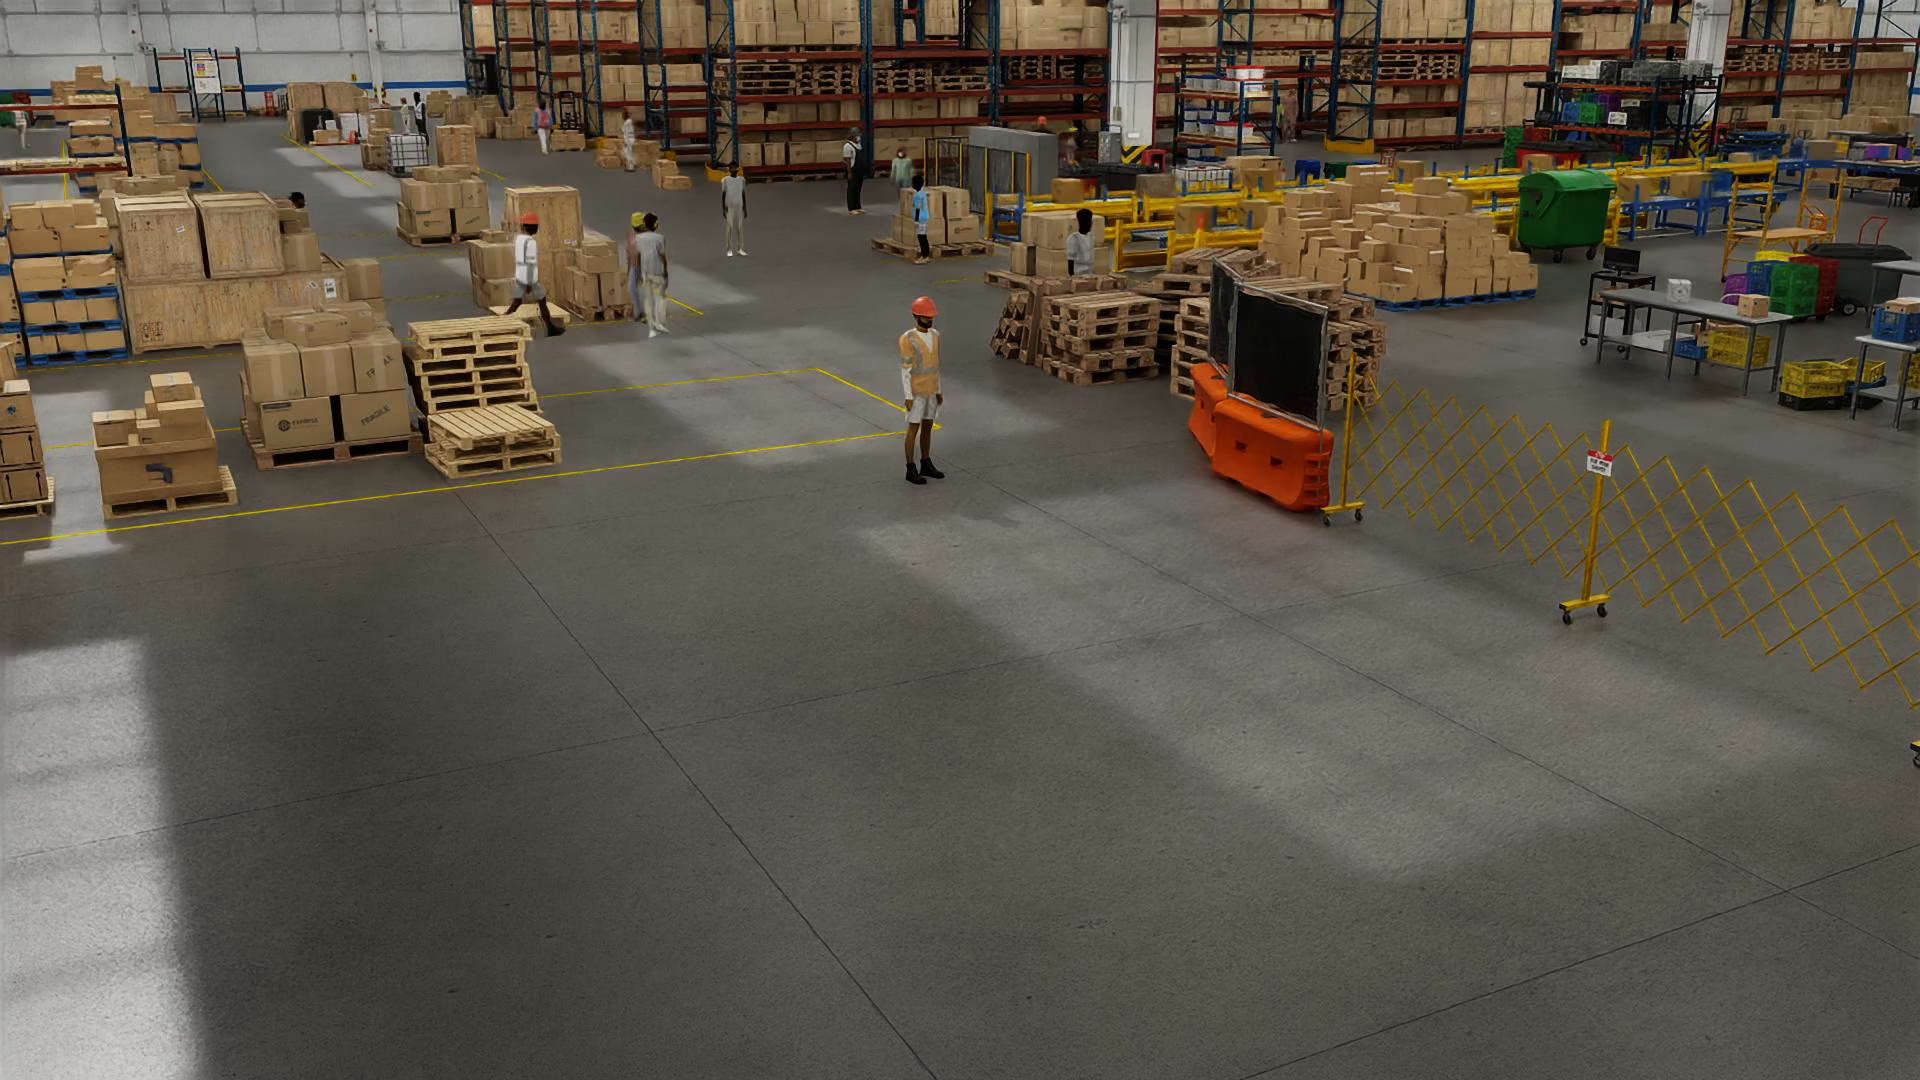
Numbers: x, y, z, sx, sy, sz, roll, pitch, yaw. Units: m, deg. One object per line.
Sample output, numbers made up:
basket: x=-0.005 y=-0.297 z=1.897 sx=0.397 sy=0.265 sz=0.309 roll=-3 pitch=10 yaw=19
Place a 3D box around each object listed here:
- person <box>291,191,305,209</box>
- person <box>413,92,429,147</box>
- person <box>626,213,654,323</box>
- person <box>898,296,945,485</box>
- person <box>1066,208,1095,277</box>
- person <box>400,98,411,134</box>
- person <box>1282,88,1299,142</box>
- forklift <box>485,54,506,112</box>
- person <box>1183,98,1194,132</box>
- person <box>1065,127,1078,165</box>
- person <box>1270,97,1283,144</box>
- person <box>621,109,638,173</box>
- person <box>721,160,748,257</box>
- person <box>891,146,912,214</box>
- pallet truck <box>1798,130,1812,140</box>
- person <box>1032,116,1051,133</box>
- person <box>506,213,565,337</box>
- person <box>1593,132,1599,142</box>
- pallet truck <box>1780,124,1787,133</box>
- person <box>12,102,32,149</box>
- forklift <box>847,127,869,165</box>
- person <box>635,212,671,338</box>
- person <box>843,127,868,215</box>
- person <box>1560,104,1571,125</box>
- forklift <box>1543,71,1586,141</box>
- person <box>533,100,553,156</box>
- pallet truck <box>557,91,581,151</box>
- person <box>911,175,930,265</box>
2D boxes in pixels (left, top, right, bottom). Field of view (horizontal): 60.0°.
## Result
person: x=-11.021 y=-4.820 z=27.504 sx=0.803 sy=1.874 sz=0.608 roll=-3 pitch=18 yaw=-10
person: x=-18.938 y=-14.762 z=58.430 sx=0.606 sy=1.908 sz=0.399 roll=15 pitch=23 yaw=40
person: x=-4.967 y=-4.225 z=25.859 sx=0.555 sy=1.725 sz=0.483 roll=7 pitch=19 yaw=20
person: x=-0.377 y=-1.553 z=17.195 sx=0.354 sy=1.938 sz=0.545 roll=14 pitch=23 yaw=38
person: x=1.783 y=-3.873 z=24.382 sx=0.367 sy=1.964 sz=0.609 roll=14 pitch=22 yaw=36
person: x=-20.003 y=-15.136 z=60.039 sx=0.315 sy=1.629 sz=0.509 roll=-8 pitch=19 yaw=-23
person: x=12.116 y=-15.550 z=60.893 sx=0.639 sy=1.902 sz=0.407 roll=14 pitch=23 yaw=38
forklift: x=-20.050 y=-19.454 z=71.483 sx=1.873 sy=2.768 sz=1.129 roll=-9 pitch=20 yaw=-26
person: x=8.562 y=-15.793 z=62.149 sx=0.511 sy=1.609 sz=0.739 roll=-9 pitch=20 yaw=-27
person: x=2.969 y=-9.937 z=43.637 sx=0.576 sy=1.743 sz=0.538 roll=-7 pitch=19 yaw=-21
person: x=11.384 y=-15.115 z=59.916 sx=0.718 sy=1.659 sz=0.542 roll=-4 pitch=18 yaw=-12
person: x=-9.880 y=-11.852 z=49.433 sx=0.412 sy=1.862 sz=0.579 roll=-4 pitch=18 yaw=-12
person: x=-4.453 y=-6.554 z=32.887 sx=0.513 sy=1.877 sz=0.328 roll=-9 pitch=20 yaw=-26
person: x=-1.374 y=-8.572 z=39.612 sx=0.506 sy=1.610 sz=0.686 roll=3 pitch=18 yaw=10
pallet truck: x=25.526 y=-11.556 z=49.408 sx=1.630 sy=1.274 sz=0.653 roll=-9 pitch=20 yaw=-26
person: x=2.157 y=-10.210 z=44.092 sx=0.622 sy=1.992 sz=0.395 roll=-6 pitch=19 yaw=-19
person: x=-6.418 y=-3.876 z=24.560 sx=0.541 sy=1.886 sz=1.055 roll=16 pitch=24 yaw=40
person: x=21.742 y=-14.352 z=57.186 sx=0.981 sy=1.897 sz=0.561 roll=-8 pitch=19 yaw=-23
pallet truck: x=25.206 y=-12.542 z=52.601 sx=1.601 sy=1.201 sz=0.680 roll=0 pitch=18 yaw=-2
person: x=-32.781 y=-14.506 z=58.132 sx=0.539 sy=1.586 sz=0.879 roll=-1 pitch=18 yaw=-4
forklift: x=-3.468 y=-12.905 z=51.067 sx=1.873 sy=2.768 sz=1.129 roll=-9 pitch=20 yaw=-26
person: x=-4.573 y=-3.956 z=24.834 sx=0.505 sy=1.846 sz=0.519 roll=2 pitch=18 yaw=7
person: x=-2.449 y=-8.765 z=39.514 sx=0.537 sy=2.000 sz=0.682 roll=8 pitch=19 yaw=23
person: x=19.588 y=-13.341 z=54.212 sx=0.973 sy=1.782 sz=0.587 roll=-11 pitch=21 yaw=-31
forklift: x=18.685 y=-13.231 z=52.085 sx=1.873 sy=2.768 sz=1.129 roll=-9 pitch=20 yaw=-26
person: x=-13.905 y=-13.742 z=55.417 sx=0.620 sy=1.819 sz=0.804 roll=-13 pitch=22 yaw=-36
pallet truck: x=-13.495 y=-14.412 z=57.188 sx=0.823 sy=1.965 sz=1.885 roll=-3 pitch=18 yaw=-9
person: x=-0.761 y=-6.130 z=31.871 sx=0.323 sy=1.689 sz=0.537 roll=3 pitch=18 yaw=11
